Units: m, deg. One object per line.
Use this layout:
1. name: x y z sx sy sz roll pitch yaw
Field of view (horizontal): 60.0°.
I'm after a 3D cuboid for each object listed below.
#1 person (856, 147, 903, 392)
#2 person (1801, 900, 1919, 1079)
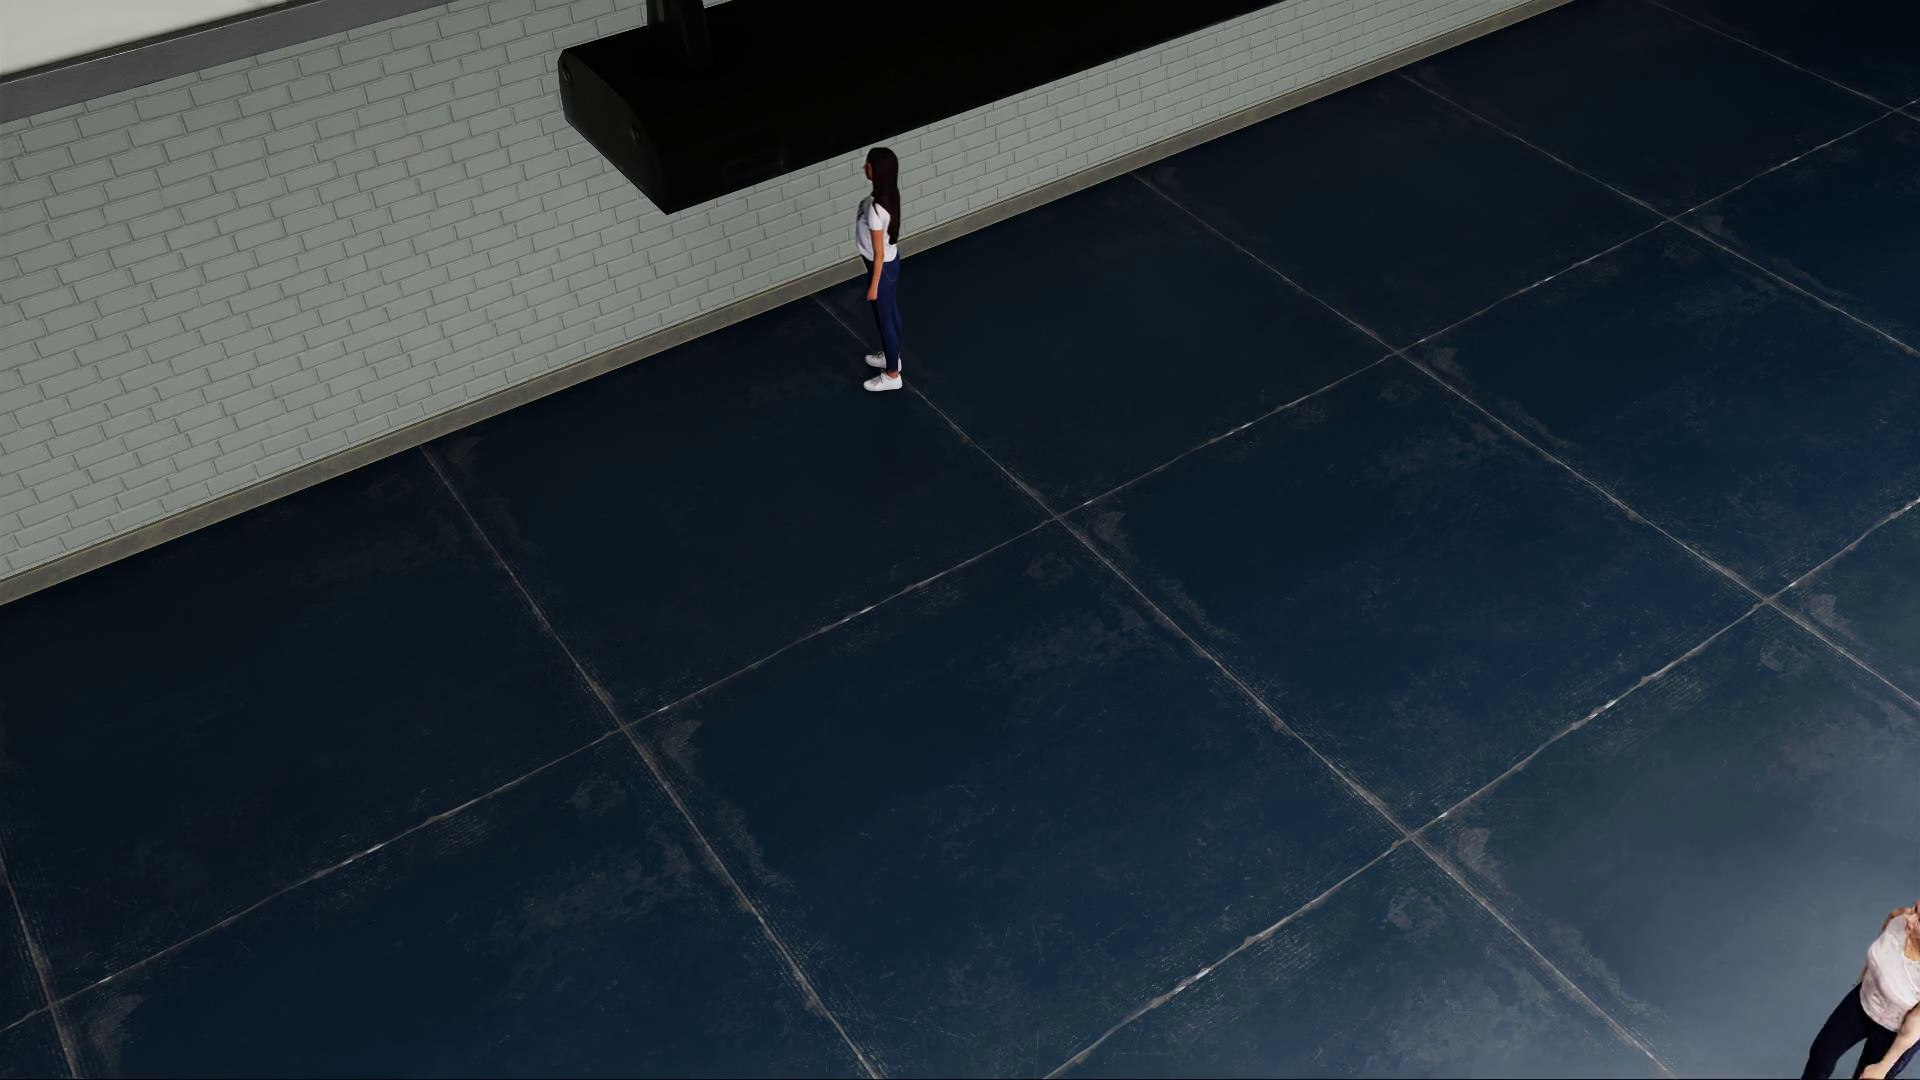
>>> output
1. person: -0.494 -1.762 10.826 0.726 1.775 0.650 4 43 4
2. person: 3.890 1.999 6.865 0.963 1.685 0.998 -2 43 -2
